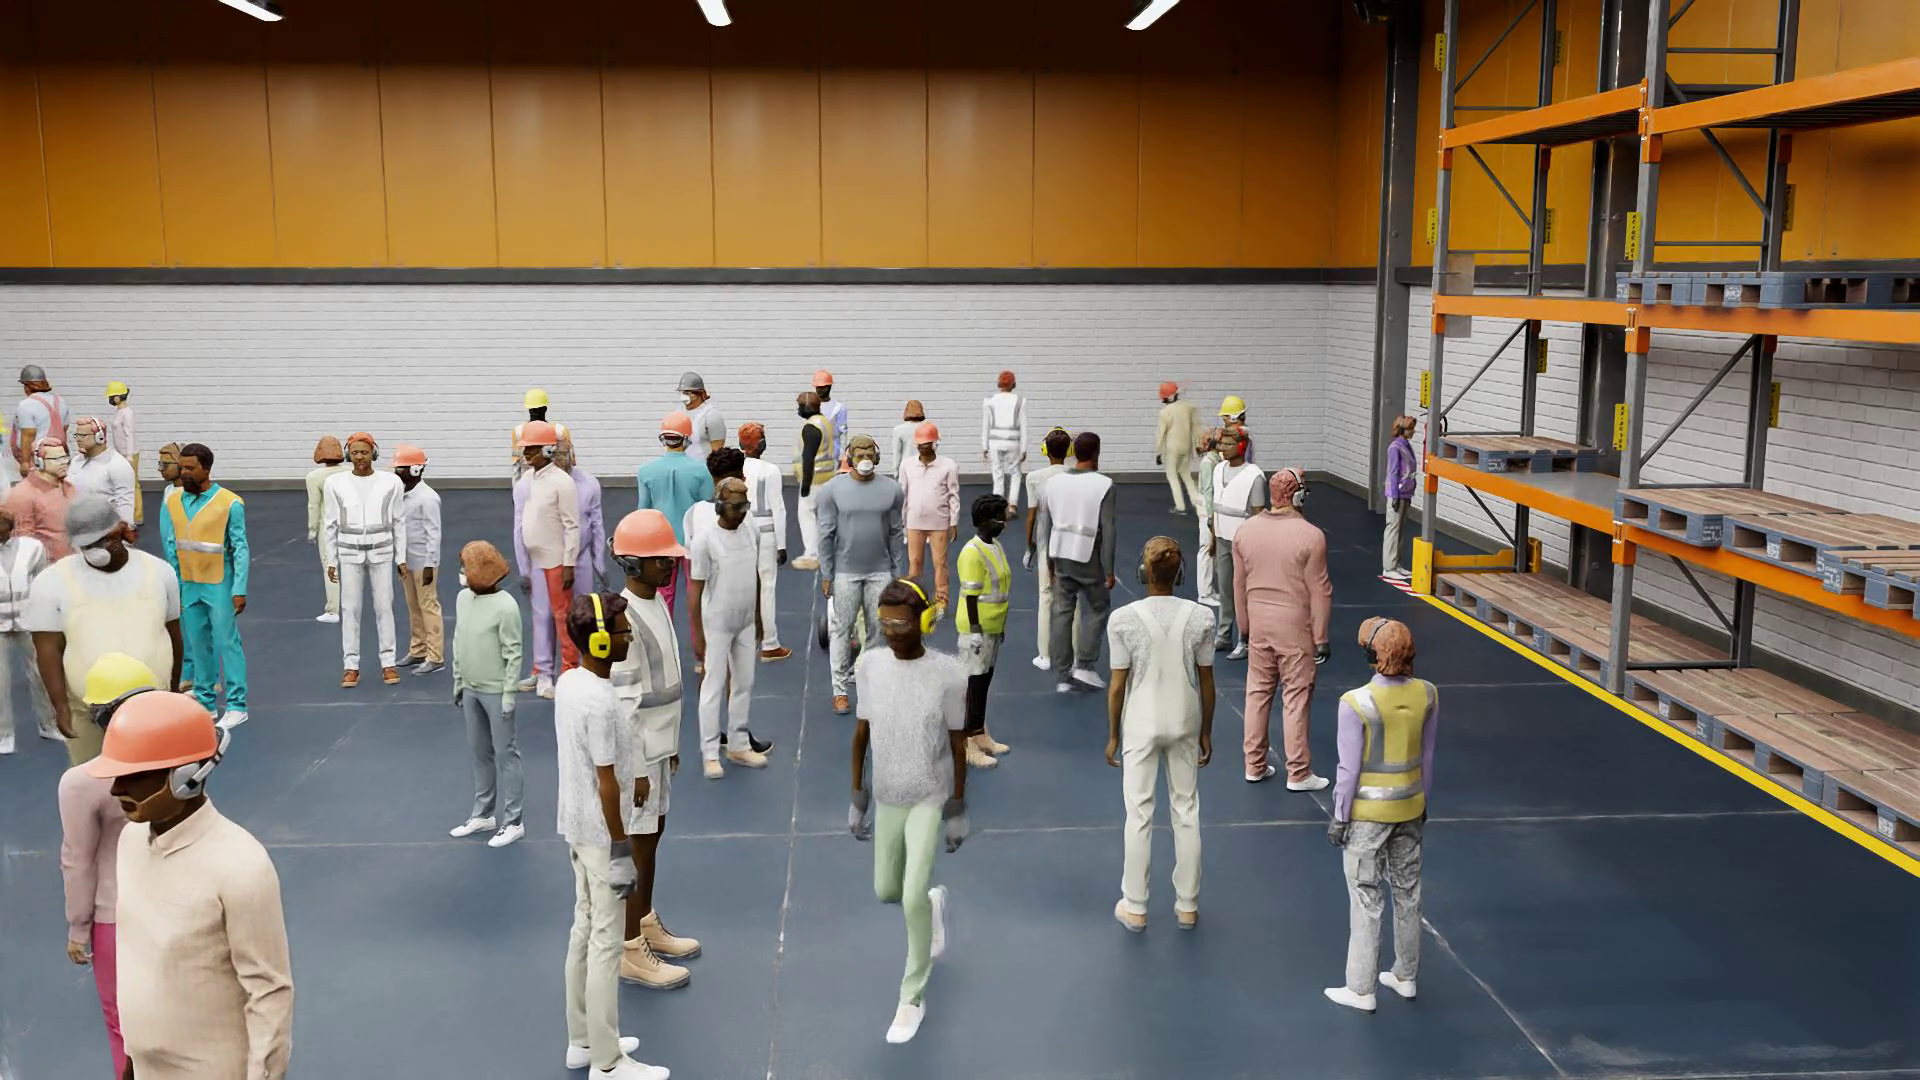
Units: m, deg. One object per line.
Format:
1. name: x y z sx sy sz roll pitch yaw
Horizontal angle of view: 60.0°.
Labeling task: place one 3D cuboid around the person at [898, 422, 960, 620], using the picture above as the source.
1. person: -0.288 -0.166 14.603 0.574 1.748 0.330 2 9 14

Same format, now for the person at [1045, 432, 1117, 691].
1. person: 0.867 0.162 12.145 0.631 1.885 0.493 6 11 33

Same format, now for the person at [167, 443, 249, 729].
1. person: -5.028 0.301 11.138 0.599 1.920 0.376 3 9 18

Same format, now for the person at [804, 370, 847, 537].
1. person: -1.572 -0.994 19.216 0.542 1.939 0.364 3 9 16

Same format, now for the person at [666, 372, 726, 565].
1. person: -2.777 -0.721 17.186 0.683 2.000 0.538 6 11 33

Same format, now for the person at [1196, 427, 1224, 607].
1. person: 2.322 -0.220 15.295 0.307 1.641 0.513 3 9 16

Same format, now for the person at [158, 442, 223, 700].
1. person: -5.538 0.219 11.898 0.512 1.845 0.340 7 11 35

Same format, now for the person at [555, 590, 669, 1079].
1. person: -1.345 1.115 6.217 0.323 1.867 0.561 -5 10 -30

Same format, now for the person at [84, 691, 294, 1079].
1. person: -1.973 1.357 4.282 0.626 1.992 0.387 6 11 33

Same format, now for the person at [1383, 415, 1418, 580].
1. person: 4.397 -0.429 16.614 0.307 1.636 0.525 5 10 28

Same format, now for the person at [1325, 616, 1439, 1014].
1. person: 1.737 1.126 6.843 0.522 1.640 0.305 -5 10 -29

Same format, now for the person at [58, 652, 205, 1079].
1. person: -2.810 1.251 5.695 0.344 1.756 0.518 5 10 28

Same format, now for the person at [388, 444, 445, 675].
1. person: -4.152 0.141 12.663 0.327 1.753 0.561 -8 12 -42

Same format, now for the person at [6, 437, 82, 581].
1. person: -6.270 0.239 11.573 0.406 1.910 0.636 1 9 6

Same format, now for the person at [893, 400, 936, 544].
1. person: -0.510 -0.768 18.784 0.502 1.627 0.277 -1 9 -9

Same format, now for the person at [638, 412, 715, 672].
1. person: -2.132 0.023 12.660 0.608 1.995 0.377 1 9 4

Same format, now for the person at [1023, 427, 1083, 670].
1. person: 0.741 0.067 12.770 0.519 1.873 0.328 -1 9 -4

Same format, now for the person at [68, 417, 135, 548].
1. person: -6.872 -0.029 13.262 0.643 1.909 0.409 4 10 23

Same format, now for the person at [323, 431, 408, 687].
1. person: -4.378 0.141 12.268 0.572 1.882 0.356 -3 10 -19

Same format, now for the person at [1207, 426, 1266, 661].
1. person: 2.189 0.021 13.131 0.396 1.847 0.564 -5 10 -29

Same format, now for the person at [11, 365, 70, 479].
1. person: -10.291 -0.940 18.563 0.536 2.000 0.688 1 9 9

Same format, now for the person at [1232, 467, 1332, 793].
1. person: 1.916 0.523 9.791 0.639 1.910 0.407 9 13 44

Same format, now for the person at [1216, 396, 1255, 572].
1. person: 2.745 -0.527 16.651 0.403 1.823 0.586 1 9 3

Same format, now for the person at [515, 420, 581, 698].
1. person: -2.969 0.136 11.947 0.613 1.995 0.391 8 12 43

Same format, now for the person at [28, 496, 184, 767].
1. person: -4.228 0.694 8.300 0.687 2.000 1.014 -6 11 -34

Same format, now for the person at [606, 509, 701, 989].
1. person: -1.326 0.879 7.133 0.376 2.044 0.607 0 9 1

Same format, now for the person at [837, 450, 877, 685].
1. person: -0.746 0.193 12.349 0.321 1.750 0.559 -1 9 -4

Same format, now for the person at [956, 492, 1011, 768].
1. person: 0.148 0.546 10.313 0.321 1.693 0.529 3 10 18

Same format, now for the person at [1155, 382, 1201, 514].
1. person: 2.734 -1.154 20.996 0.640 1.689 0.343 -6 11 -31

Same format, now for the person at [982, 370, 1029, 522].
1. person: 0.556 -1.146 20.375 0.584 1.868 0.410 1 9 8

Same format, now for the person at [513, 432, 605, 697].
1. person: -2.883 0.174 12.015 0.648 1.911 0.404 -4 10 -24

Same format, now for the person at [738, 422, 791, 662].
1. person: -1.601 0.016 13.049 0.573 1.885 0.356 5 10 27

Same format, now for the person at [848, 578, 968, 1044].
1. person: -0.181 1.039 6.808 0.510 1.841 0.764 4 10 22

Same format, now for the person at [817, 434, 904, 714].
1. person: -0.675 0.230 11.531 0.627 1.940 0.371 -3 10 -20

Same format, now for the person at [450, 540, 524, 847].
1. person: -2.523 0.808 8.860 0.499 1.633 0.286 7 11 36

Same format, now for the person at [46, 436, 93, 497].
1. person: -6.698 0.138 12.452 0.342 1.836 0.524 3 10 18

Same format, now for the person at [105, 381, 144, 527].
1. person: -10.060 -1.029 20.014 0.339 1.761 0.524 -7 12 -39

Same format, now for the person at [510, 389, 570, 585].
1. person: -4.089 -0.513 16.236 0.594 1.926 0.366 0 9 2

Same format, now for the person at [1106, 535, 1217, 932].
1. person: 0.919 0.892 7.668 0.506 1.846 0.346 -1 9 -4

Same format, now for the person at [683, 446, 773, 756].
1. person: -1.464 0.389 10.448 0.600 1.967 0.368 8 12 41

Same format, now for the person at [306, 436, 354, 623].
1. person: -5.461 -0.095 14.530 0.285 1.633 0.497 7 11 37

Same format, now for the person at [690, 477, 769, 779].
1. person: -1.385 0.524 10.049 0.361 1.834 0.541 8 12 40

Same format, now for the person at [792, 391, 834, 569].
1. person: -1.521 -0.622 17.237 0.429 1.838 0.651 0 9 2

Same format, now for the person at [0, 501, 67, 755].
1. person: -5.994 0.547 10.571 0.629 1.617 0.395 -8 12 -41
